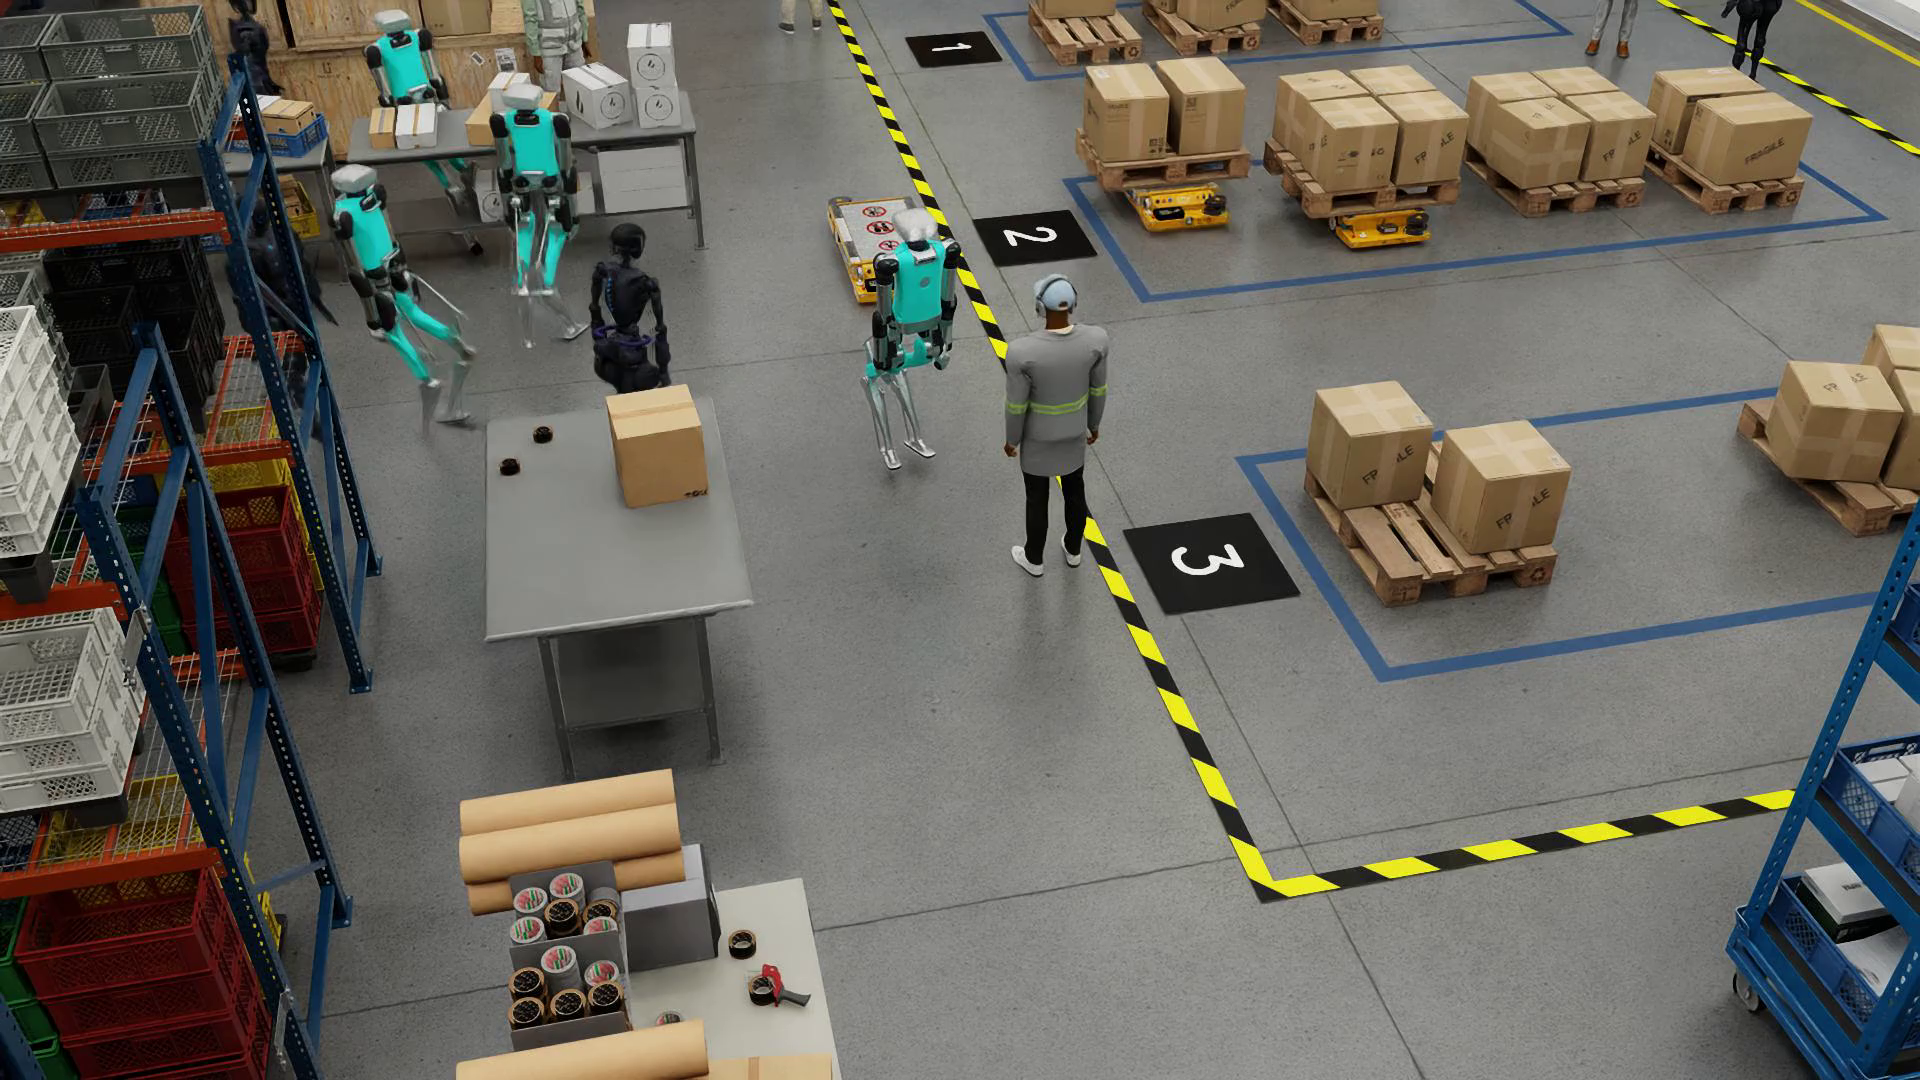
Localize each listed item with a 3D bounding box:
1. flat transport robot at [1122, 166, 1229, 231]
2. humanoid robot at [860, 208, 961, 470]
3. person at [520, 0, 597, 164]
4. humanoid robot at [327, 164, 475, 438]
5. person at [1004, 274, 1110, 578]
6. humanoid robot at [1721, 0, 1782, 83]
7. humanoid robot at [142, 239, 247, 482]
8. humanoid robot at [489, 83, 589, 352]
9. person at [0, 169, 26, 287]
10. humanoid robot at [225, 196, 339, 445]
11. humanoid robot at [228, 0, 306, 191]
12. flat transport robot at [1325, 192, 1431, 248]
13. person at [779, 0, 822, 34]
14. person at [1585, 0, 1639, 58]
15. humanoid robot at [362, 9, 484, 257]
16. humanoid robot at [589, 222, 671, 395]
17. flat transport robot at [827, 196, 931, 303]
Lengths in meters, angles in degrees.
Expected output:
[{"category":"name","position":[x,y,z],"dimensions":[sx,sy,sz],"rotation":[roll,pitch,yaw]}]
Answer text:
[{"category":"flat transport robot","position":[1.627,-2.927,13.465],"dimensions":[0.652,0.197,1.431],"rotation":[-8,37,-10]},{"category":"humanoid robot","position":[-0.363,-1.242,9.885],"dimensions":[0.533,1.671,0.735],"rotation":[-18,40,-23]},{"category":"person","position":[-3.271,-4.055,13.608],"dimensions":[0.412,1.939,0.602],"rotation":[26,44,31]},{"category":"humanoid robot","position":[-3.343,-1.396,10.287],"dimensions":[0.760,1.876,0.531],"rotation":[6,37,8]},{"category":"person","position":[0.506,-0.617,9.056],"dimensions":[0.589,1.853,0.372],"rotation":[-12,38,-15]},{"category":"humanoid robot","position":[7.166,-4.884,14.926],"dimensions":[0.599,1.657,0.315],"rotation":[-15,39,-19]},{"category":"humanoid robot","position":[-4.577,-1.009,9.725],"dimensions":[0.378,1.646,0.598],"rotation":[-11,38,-15]},{"category":"humanoid robot","position":[-2.836,-2.068,11.111],"dimensions":[0.531,1.792,0.792],"rotation":[1,37,1]},{"category":"person","position":[-5.730,-1.502,10.114],"dimensions":[0.656,2.012,0.692],"rotation":[-24,43,-29]},{"category":"humanoid robot","position":[-4.223,-1.415,10.326],"dimensions":[0.725,1.644,0.606],"rotation":[27,45,32]},{"category":"humanoid robot","position":[-5.521,-3.545,13.138],"dimensions":[0.382,1.649,0.600],"rotation":[-10,38,-13]},{"category":"flat transport robot","position":[3.134,-2.740,13.213],"dimensions":[0.652,0.197,1.431],"rotation":[-8,37,-10]},{"category":"person","position":[-1.595,-5.809,16.101],"dimensions":[0.561,1.769,0.394],"rotation":[-12,38,-16]},{"category":"person","position":[6.289,-5.465,15.552],"dimensions":[0.585,1.878,0.382],"rotation":[11,38,14]},{"category":"humanoid robot","position":[-3.836,-2.960,12.316],"dimensions":[0.978,1.769,0.558],"rotation":[30,46,34]},{"category":"humanoid robot","position":[-1.943,-1.093,9.853],"dimensions":[0.613,1.629,0.393],"rotation":[21,41,25]},{"category":"flat transport robot","position":[-0.570,-2.220,12.538],"dimensions":[0.659,0.231,1.431],"rotation":[-8,37,-10]}]
